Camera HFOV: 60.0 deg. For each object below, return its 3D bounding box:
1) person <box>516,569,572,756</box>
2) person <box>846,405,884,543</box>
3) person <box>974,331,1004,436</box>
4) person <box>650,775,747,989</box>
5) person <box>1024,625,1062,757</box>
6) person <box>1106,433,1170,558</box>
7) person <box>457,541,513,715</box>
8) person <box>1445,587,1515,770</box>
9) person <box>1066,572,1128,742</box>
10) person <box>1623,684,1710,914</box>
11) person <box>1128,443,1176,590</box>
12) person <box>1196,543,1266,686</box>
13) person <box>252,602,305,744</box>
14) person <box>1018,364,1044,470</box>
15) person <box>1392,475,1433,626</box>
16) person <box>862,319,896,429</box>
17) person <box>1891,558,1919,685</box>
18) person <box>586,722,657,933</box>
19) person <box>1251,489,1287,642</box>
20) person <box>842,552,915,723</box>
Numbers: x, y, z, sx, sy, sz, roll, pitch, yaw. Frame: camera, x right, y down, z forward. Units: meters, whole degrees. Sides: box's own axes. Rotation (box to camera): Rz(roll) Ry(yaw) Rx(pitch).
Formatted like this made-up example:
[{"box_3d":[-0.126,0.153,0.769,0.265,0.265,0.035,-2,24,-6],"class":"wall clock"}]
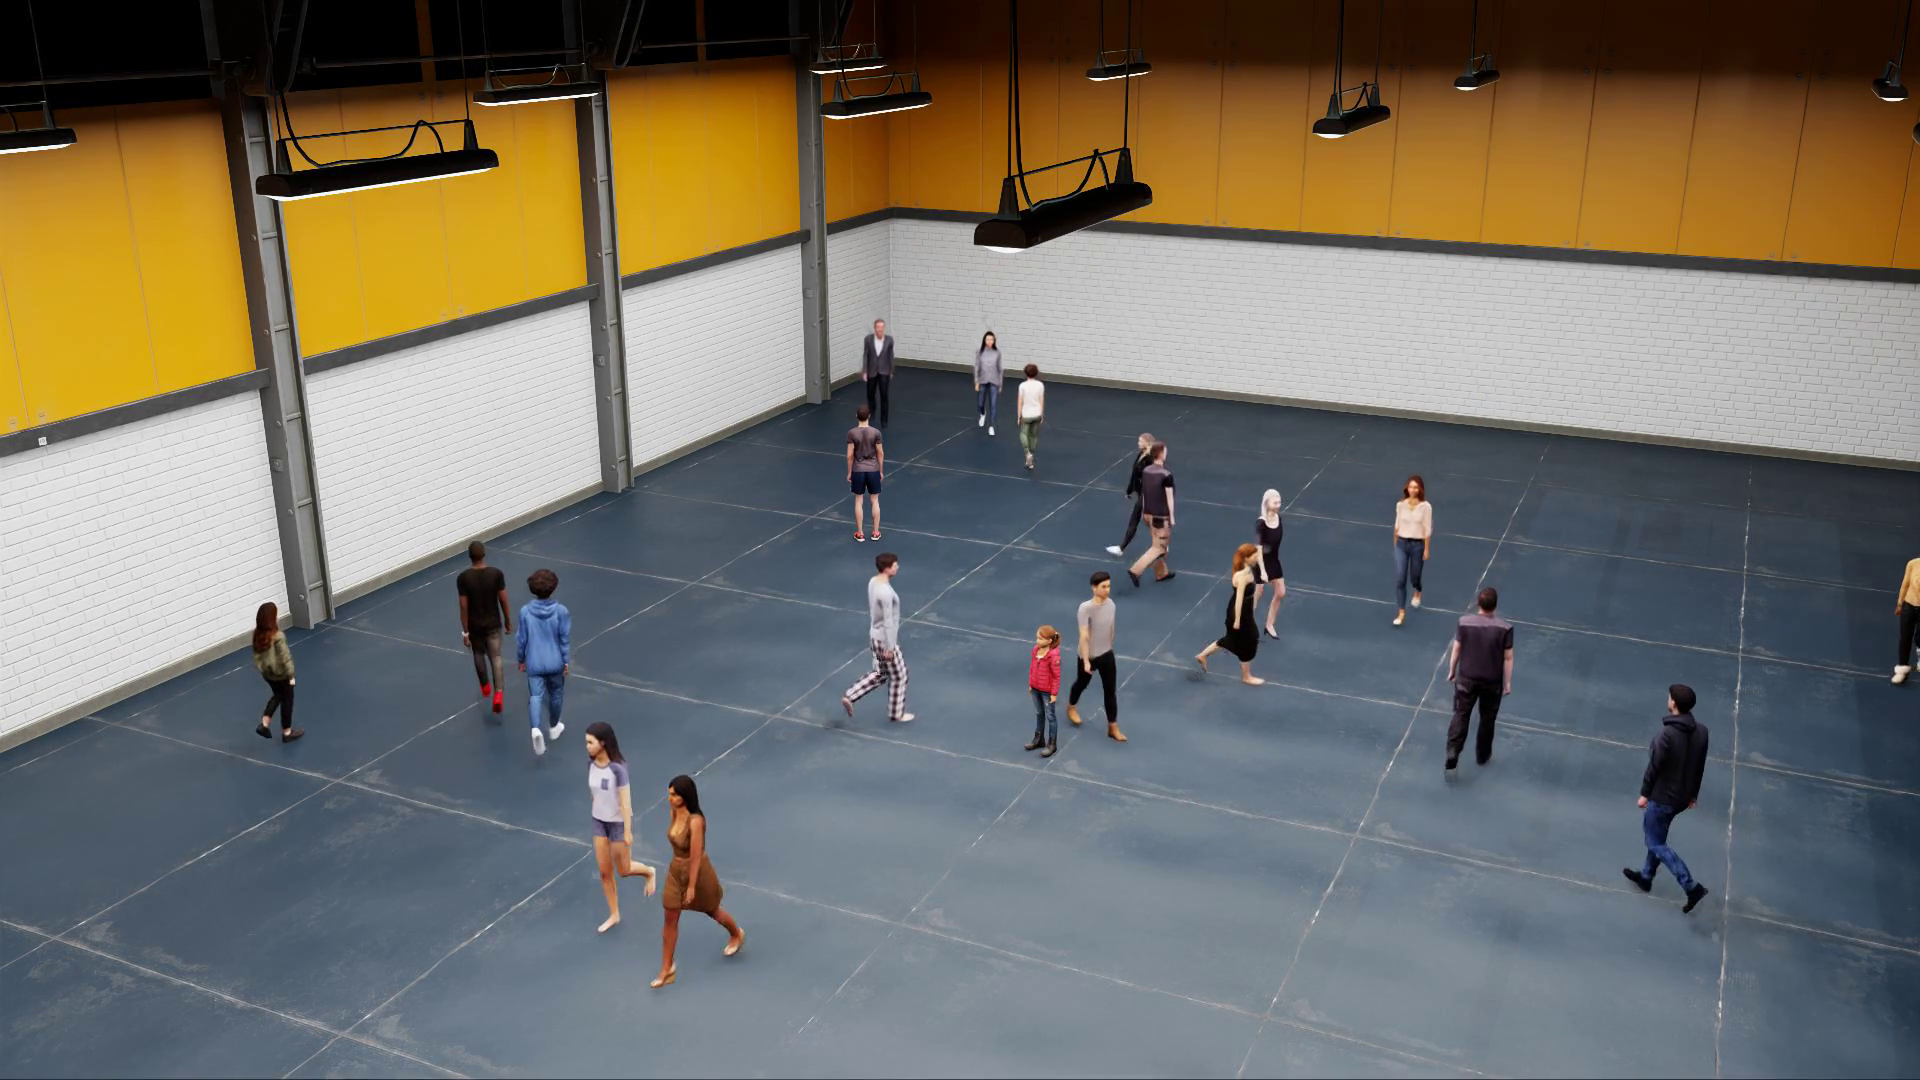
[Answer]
[{"box_3d":[-4.025,1.199,16.102,1.009,1.781,1.182,-1,19,-3],"class":"person"},{"box_3d":[-1.264,-0.896,22.213,0.733,1.853,0.741,-2,19,-7],"class":"person"},{"box_3d":[0.479,-2.621,27.540,0.792,1.721,0.875,0,19,0],"class":"person"},{"box_3d":[-1.920,2.515,12.404,1.127,1.649,0.802,-17,25,-42],"class":"person"},{"box_3d":[0.826,1.438,16.120,0.598,1.318,0.582,-16,25,-40],"class":"person"},{"box_3d":[2.485,-0.552,21.523,1.162,1.641,1.137,-5,19,-16],"class":"person"},{"box_3d":[-4.844,0.908,16.977,1.176,1.774,1.222,-7,20,-20],"class":"person"},{"box_3d":[4.865,1.337,15.619,0.759,1.829,1.029,10,21,27],"class":"person"},{"box_3d":[1.294,1.113,16.513,1.125,1.682,1.107,-9,21,-26],"class":"person"},{"box_3d":[5.737,2.095,13.319,1.150,1.861,1.154,-8,20,-23],"class":"person"},{"box_3d":[2.364,-0.281,20.445,1.189,1.815,1.060,-11,21,-29],"class":"person"},{"box_3d":[2.883,0.783,17.627,0.786,1.596,0.962,3,19,10],"class":"person"},{"box_3d":[-6.728,1.322,16.234,0.629,1.465,0.708,11,22,30],"class":"person"},{"box_3d":[1.093,-1.861,25.407,0.816,1.643,0.922,-3,19,-10],"class":"person"},{"box_3d":[5.285,0.088,19.416,0.644,1.772,0.991,11,21,29],"class":"person"},{"box_3d":[-1.393,-2.835,28.044,1.065,1.806,1.264,-1,19,-4],"class":"person"},{"box_3d":[10.250,0.723,17.726,0.914,1.647,0.766,-17,25,-40],"class":"person"},{"box_3d":[-2.695,2.224,13.162,0.654,1.716,0.891,10,21,28],"class":"person"},{"box_3d":[3.368,0.279,18.789,0.748,1.811,0.823,-16,25,-40],"class":"person"},{"box_3d":[-0.834,1.001,16.623,1.064,1.824,0.995,-7,20,-20],"class":"person"}]
